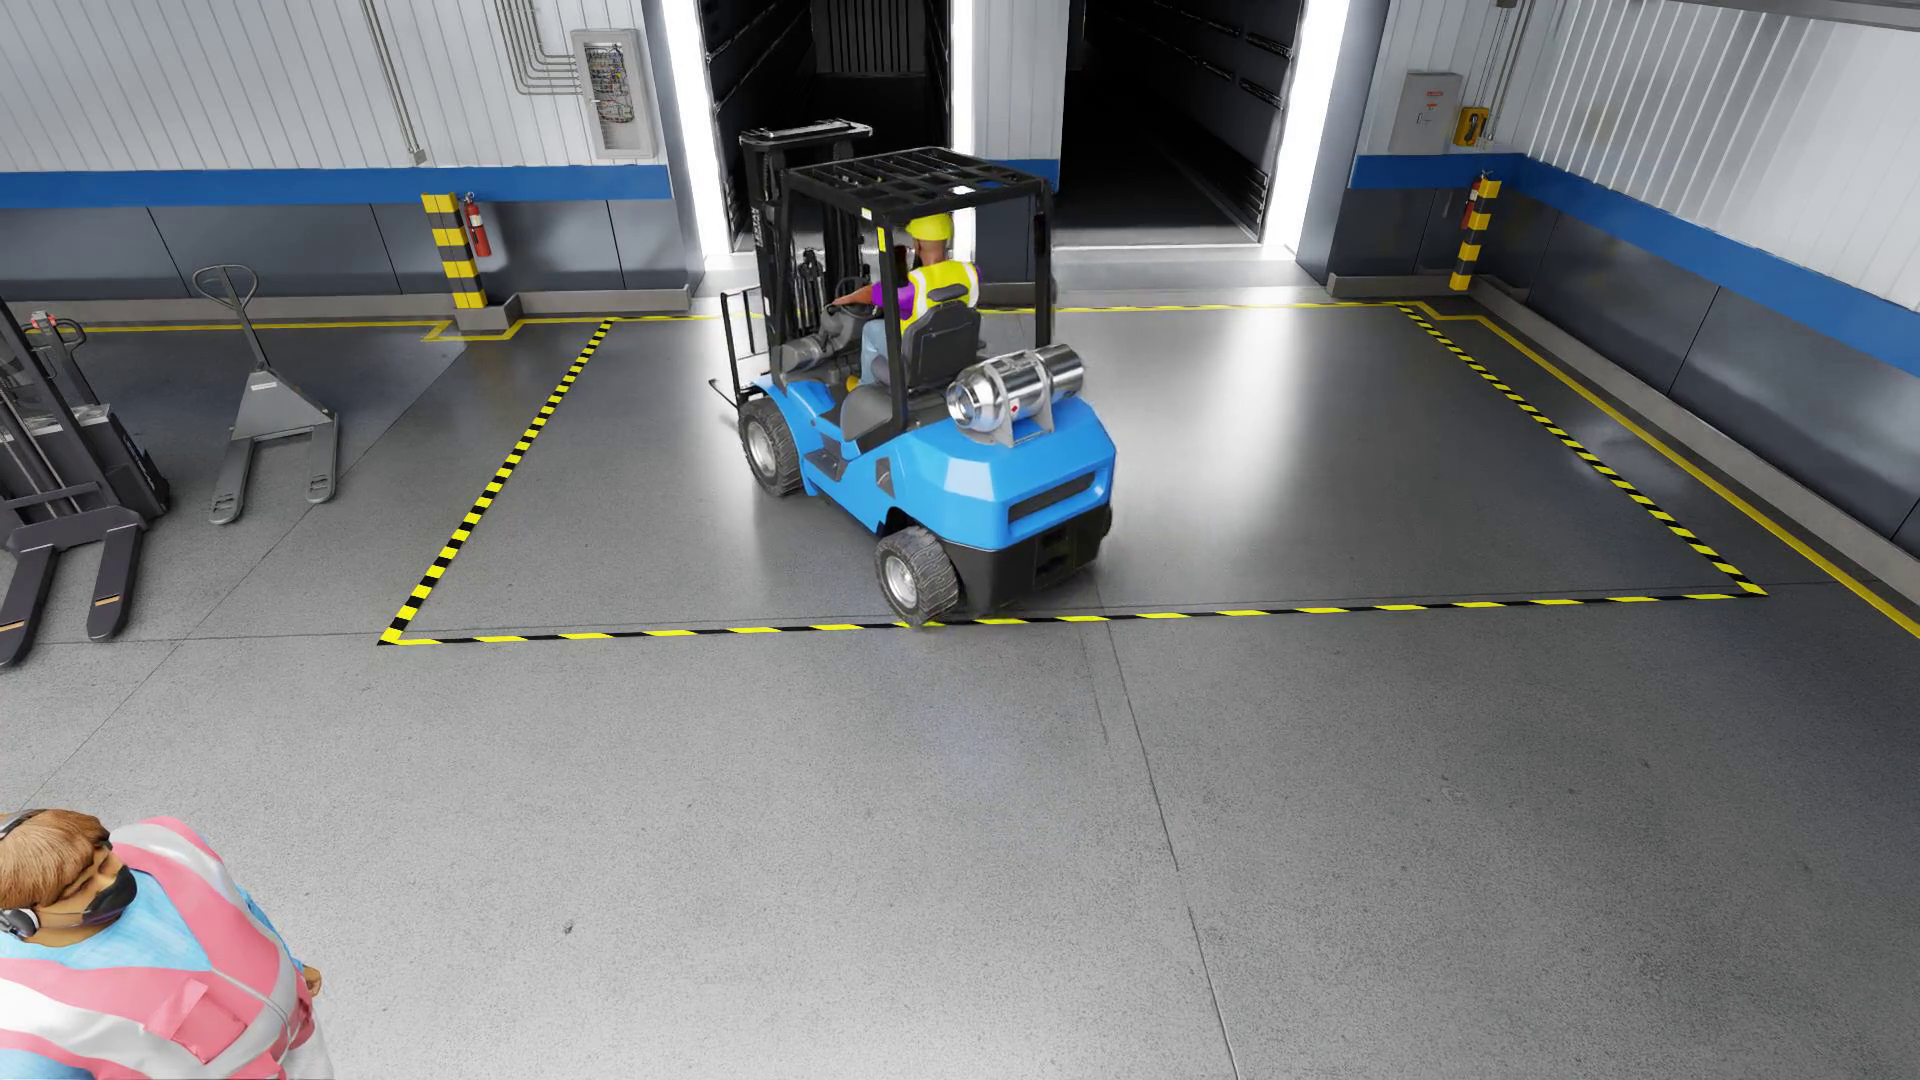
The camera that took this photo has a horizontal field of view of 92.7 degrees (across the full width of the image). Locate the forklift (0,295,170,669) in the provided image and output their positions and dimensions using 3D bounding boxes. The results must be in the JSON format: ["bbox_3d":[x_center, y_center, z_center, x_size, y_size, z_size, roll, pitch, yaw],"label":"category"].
[{"bbox_3d":[-5.212,-0.618,4.878,0.823,1.965,1.885,-20,39,-26],"label":"forklift"}]

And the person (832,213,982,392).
[{"bbox_3d":[-0.335,-1.313,5.238,0.635,1.294,1.004,-23,41,-30],"label":"person"}]

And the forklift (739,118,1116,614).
[{"bbox_3d":[-0.305,-1.129,5.302,1.157,2.036,2.680,-23,41,-30],"label":"forklift"}]

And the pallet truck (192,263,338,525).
[{"bbox_3d":[-4.778,-1.027,6.128,0.680,1.201,1.601,-17,38,-23],"label":"pallet truck"}]

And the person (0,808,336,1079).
[{"bbox_3d":[-1.806,1.296,2.263,0.429,1.843,0.632,-2,35,-3],"label":"person"}]
